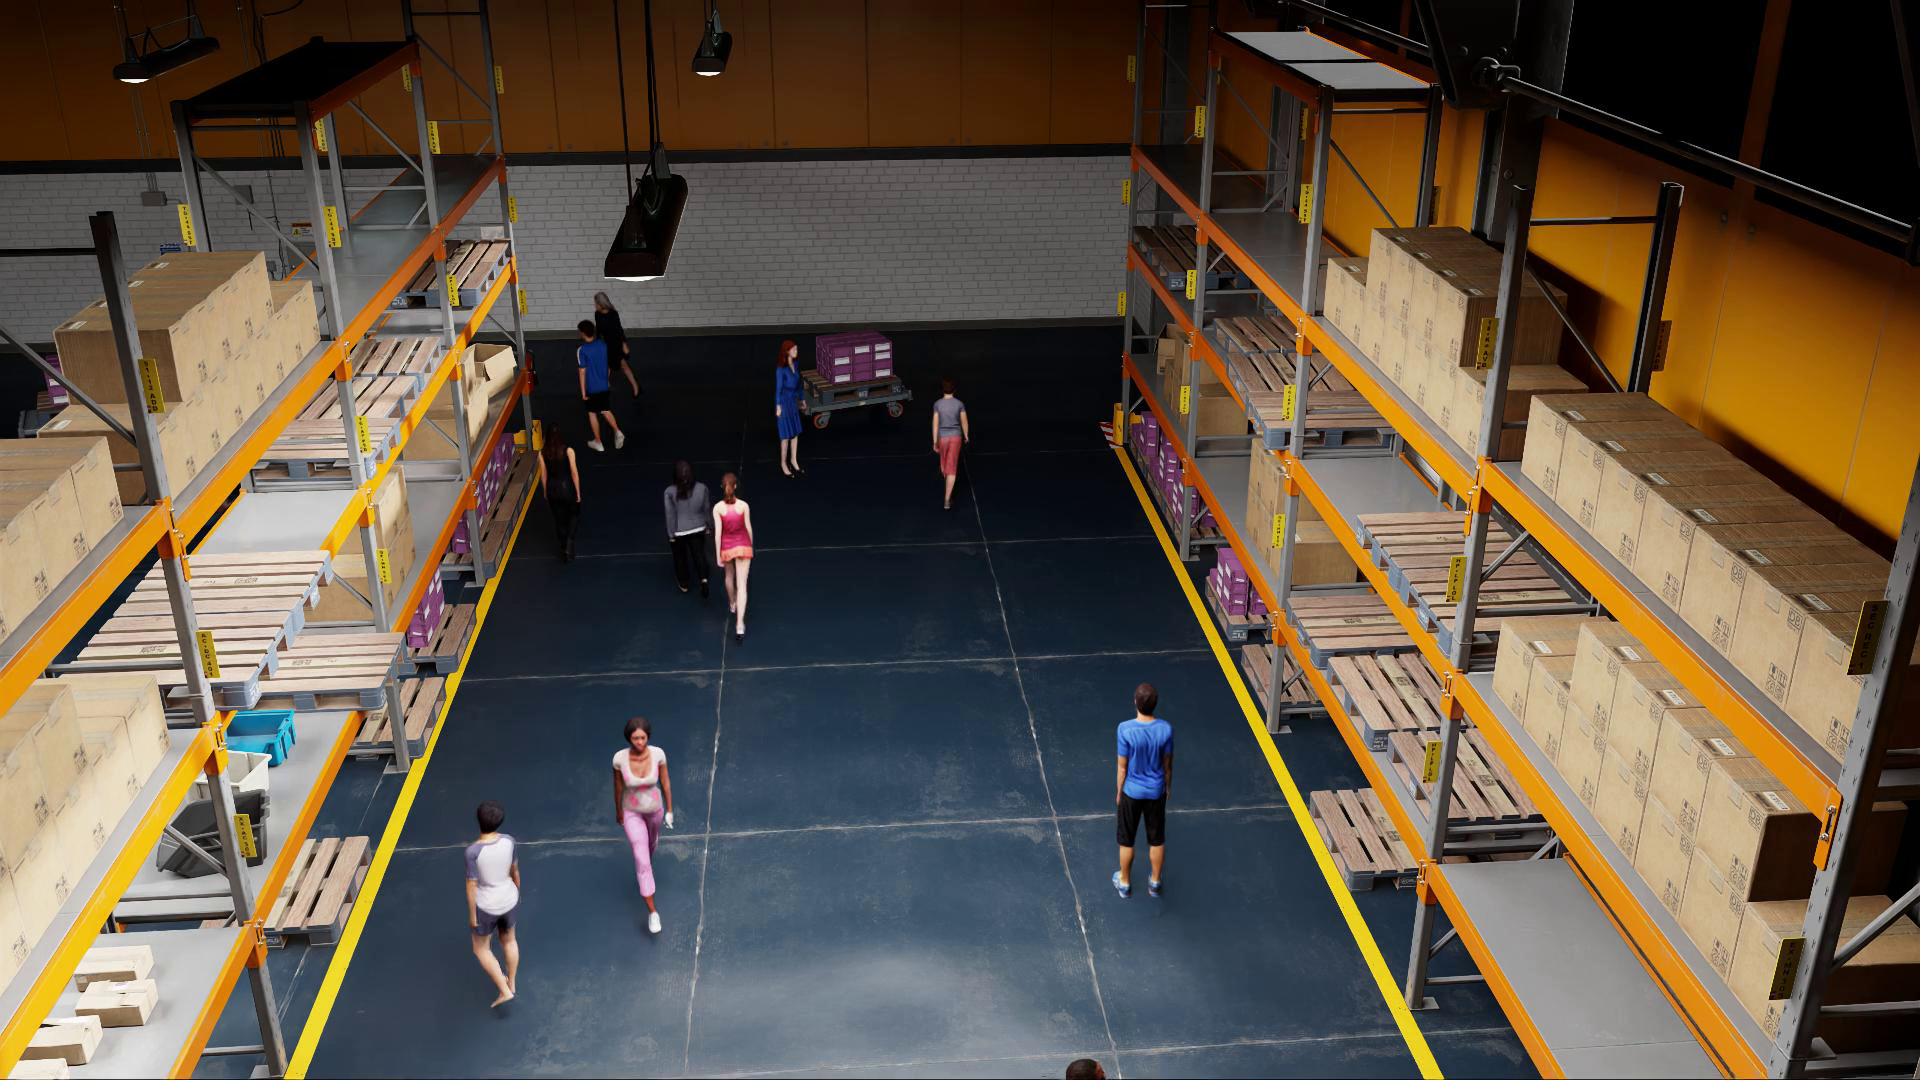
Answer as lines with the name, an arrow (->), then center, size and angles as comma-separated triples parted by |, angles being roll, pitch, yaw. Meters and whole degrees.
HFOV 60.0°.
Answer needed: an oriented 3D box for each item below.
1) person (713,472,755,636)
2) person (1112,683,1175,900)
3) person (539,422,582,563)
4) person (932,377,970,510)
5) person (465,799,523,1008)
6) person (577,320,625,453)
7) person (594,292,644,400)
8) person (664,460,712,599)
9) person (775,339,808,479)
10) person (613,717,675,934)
person -> -2.359, 0.174, 17.481 | 0.595, 1.707, 1.200 | -1, 24, -3
person -> 1.449, 1.985, 13.136 | 0.597, 1.870, 0.544 | -2, 24, -5
person -> -4.583, -0.513, 19.085 | 0.604, 1.682, 0.621 | 0, 24, -1
person -> -0.134, -1.175, 20.692 | 0.776, 1.607, 1.175 | 4, 24, 9
person -> -3.359, 2.640, 12.058 | 0.881, 1.533, 0.814 | 17, 29, 33
person -> -4.844, -2.044, 22.380 | 1.073, 1.848, 1.007 | 20, 30, 38
person -> -4.986, -2.775, 24.265 | 1.129, 1.677, 1.184 | 16, 28, 32
person -> -2.979, -0.100, 18.268 | 0.822, 1.579, 0.966 | -10, 26, -22
person -> -2.278, -1.737, 21.706 | 0.817, 1.824, 0.722 | 14, 27, 29
person -> -2.492, 2.118, 13.063 | 0.791, 1.683, 1.263 | -7, 25, -16
